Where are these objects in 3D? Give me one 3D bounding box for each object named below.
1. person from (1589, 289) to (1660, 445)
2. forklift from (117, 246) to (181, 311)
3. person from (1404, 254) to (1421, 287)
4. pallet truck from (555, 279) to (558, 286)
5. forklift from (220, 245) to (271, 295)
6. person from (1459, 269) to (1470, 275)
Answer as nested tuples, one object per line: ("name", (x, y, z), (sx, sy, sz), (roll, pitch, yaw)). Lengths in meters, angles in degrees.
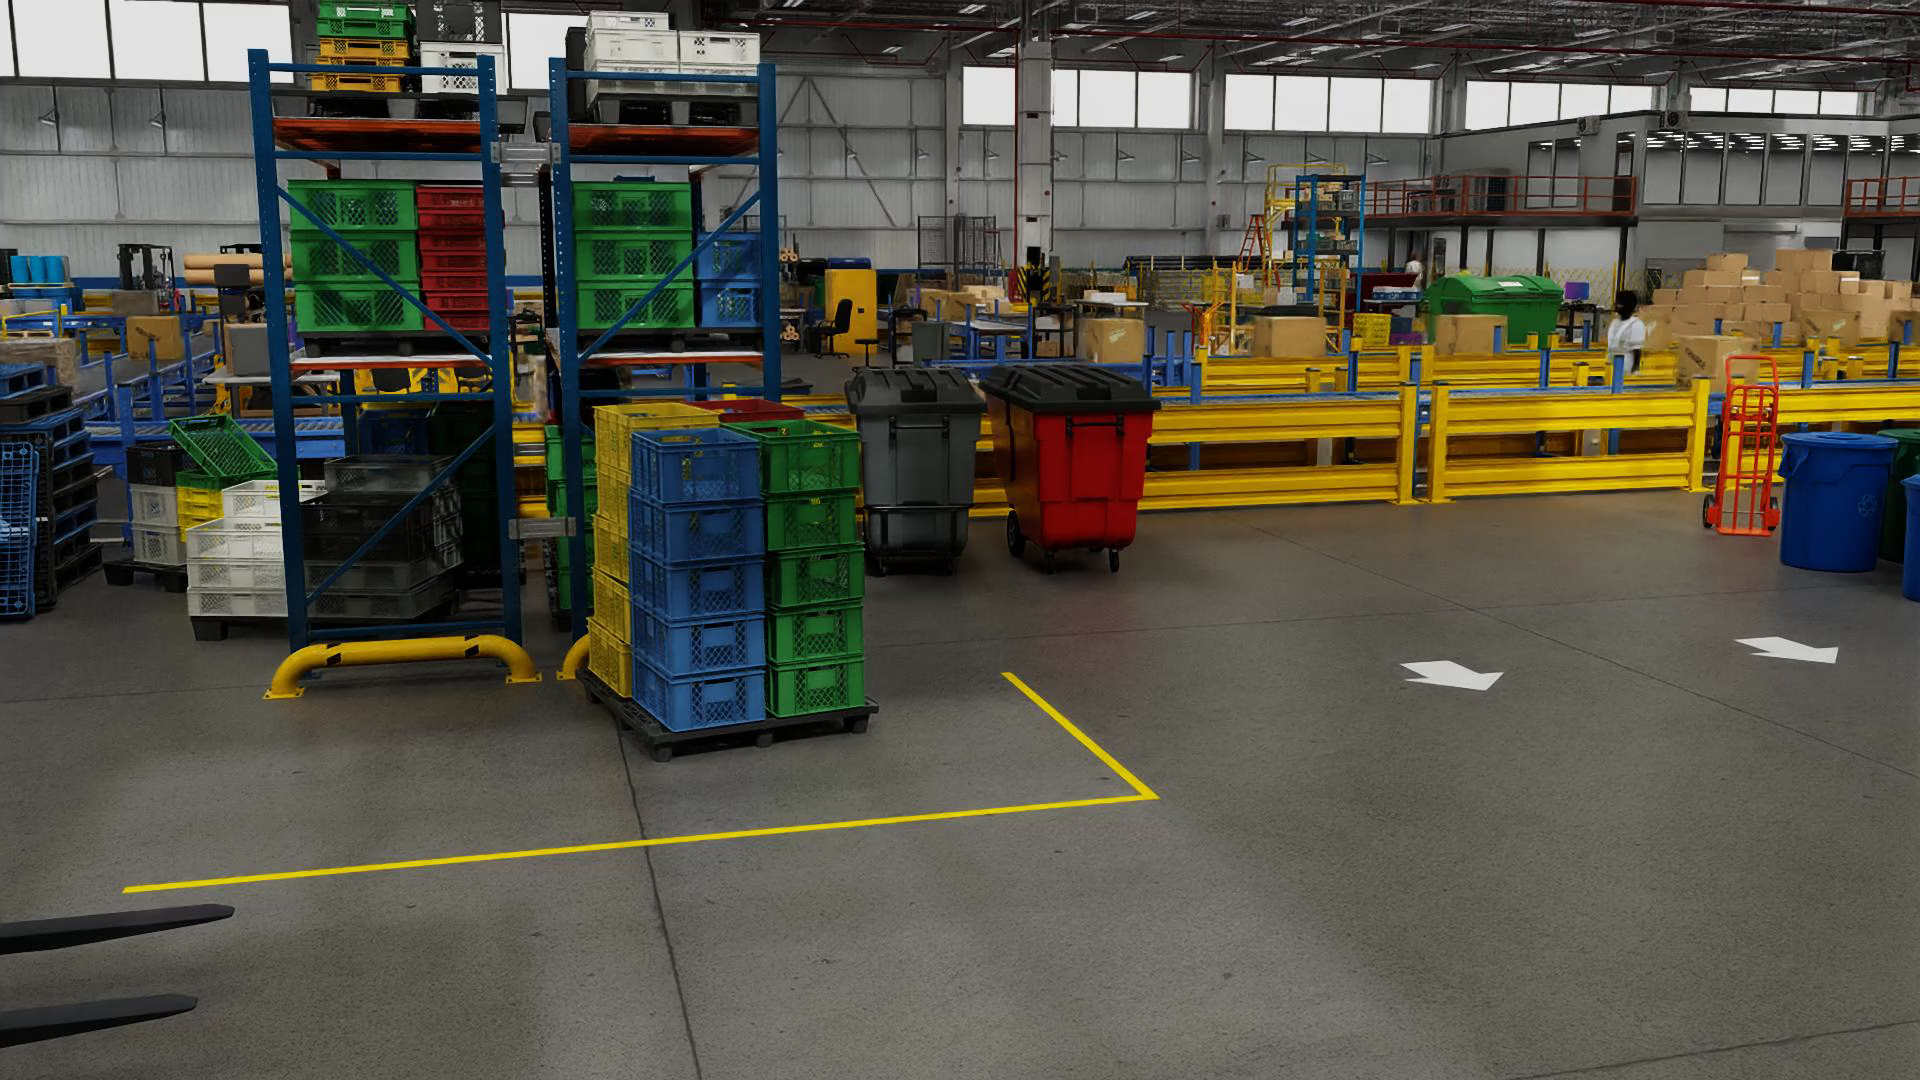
("person", (7.145, -1.835, 17.763), (0.695, 1.676, 0.539), (-2, 10, -13))
("forklift", (-19.966, -6.232, 40.894), (1.157, 1.987, 2.680), (-3, 10, -15))
("person", (16.562, -9.580, 61.117), (0.611, 1.843, 0.924), (-3, 10, -15))
("pallet truck", (-10.604, -6.375, 44.520), (0.653, 1.274, 1.630), (-3, 10, -15))
("forklift", (-17.749, -6.334, 41.440), (1.157, 1.987, 2.680), (-3, 10, -17))
("person", (8.923, -3.927, 29.478), (0.524, 1.721, 0.911), (-1, 10, -7))
